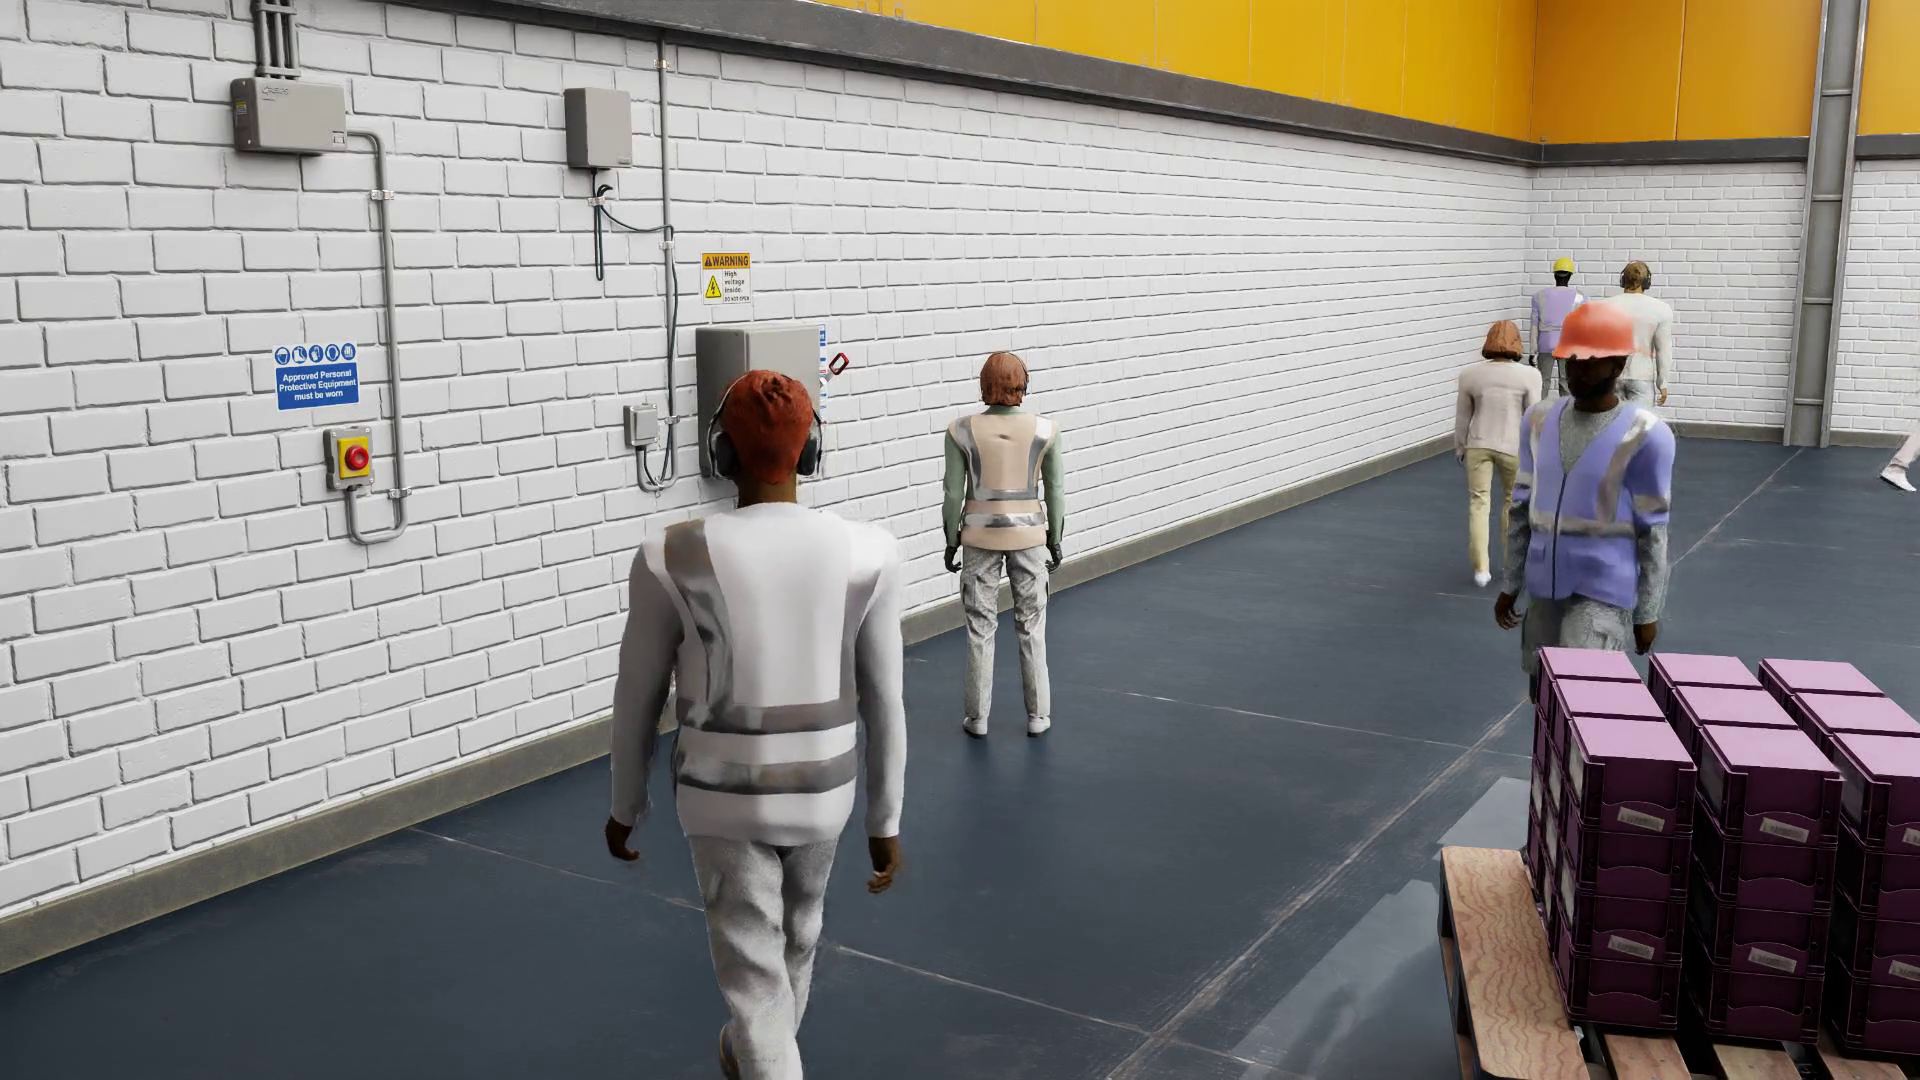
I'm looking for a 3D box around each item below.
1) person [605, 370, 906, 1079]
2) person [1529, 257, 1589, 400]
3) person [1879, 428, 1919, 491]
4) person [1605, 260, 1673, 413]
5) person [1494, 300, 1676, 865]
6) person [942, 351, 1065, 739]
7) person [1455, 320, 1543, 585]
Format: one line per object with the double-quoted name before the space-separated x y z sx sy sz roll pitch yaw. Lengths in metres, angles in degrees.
"person" -0.431 0.555 3.559 0.593 1.831 0.982 -4 11 -23
"person" 6.355 -2.035 17.689 0.583 1.919 0.390 3 11 18
"person" 8.267 -1.323 13.911 0.989 1.865 0.662 2 10 12
"person" 5.352 -1.260 13.332 0.635 1.937 0.352 6 12 31
"person" 2.161 0.138 5.668 0.782 1.915 0.553 -7 12 -34
"person" 0.183 0.029 7.023 0.523 1.638 0.311 0 10 -2
"person" 3.341 -0.552 10.300 0.529 1.600 0.740 5 11 27
